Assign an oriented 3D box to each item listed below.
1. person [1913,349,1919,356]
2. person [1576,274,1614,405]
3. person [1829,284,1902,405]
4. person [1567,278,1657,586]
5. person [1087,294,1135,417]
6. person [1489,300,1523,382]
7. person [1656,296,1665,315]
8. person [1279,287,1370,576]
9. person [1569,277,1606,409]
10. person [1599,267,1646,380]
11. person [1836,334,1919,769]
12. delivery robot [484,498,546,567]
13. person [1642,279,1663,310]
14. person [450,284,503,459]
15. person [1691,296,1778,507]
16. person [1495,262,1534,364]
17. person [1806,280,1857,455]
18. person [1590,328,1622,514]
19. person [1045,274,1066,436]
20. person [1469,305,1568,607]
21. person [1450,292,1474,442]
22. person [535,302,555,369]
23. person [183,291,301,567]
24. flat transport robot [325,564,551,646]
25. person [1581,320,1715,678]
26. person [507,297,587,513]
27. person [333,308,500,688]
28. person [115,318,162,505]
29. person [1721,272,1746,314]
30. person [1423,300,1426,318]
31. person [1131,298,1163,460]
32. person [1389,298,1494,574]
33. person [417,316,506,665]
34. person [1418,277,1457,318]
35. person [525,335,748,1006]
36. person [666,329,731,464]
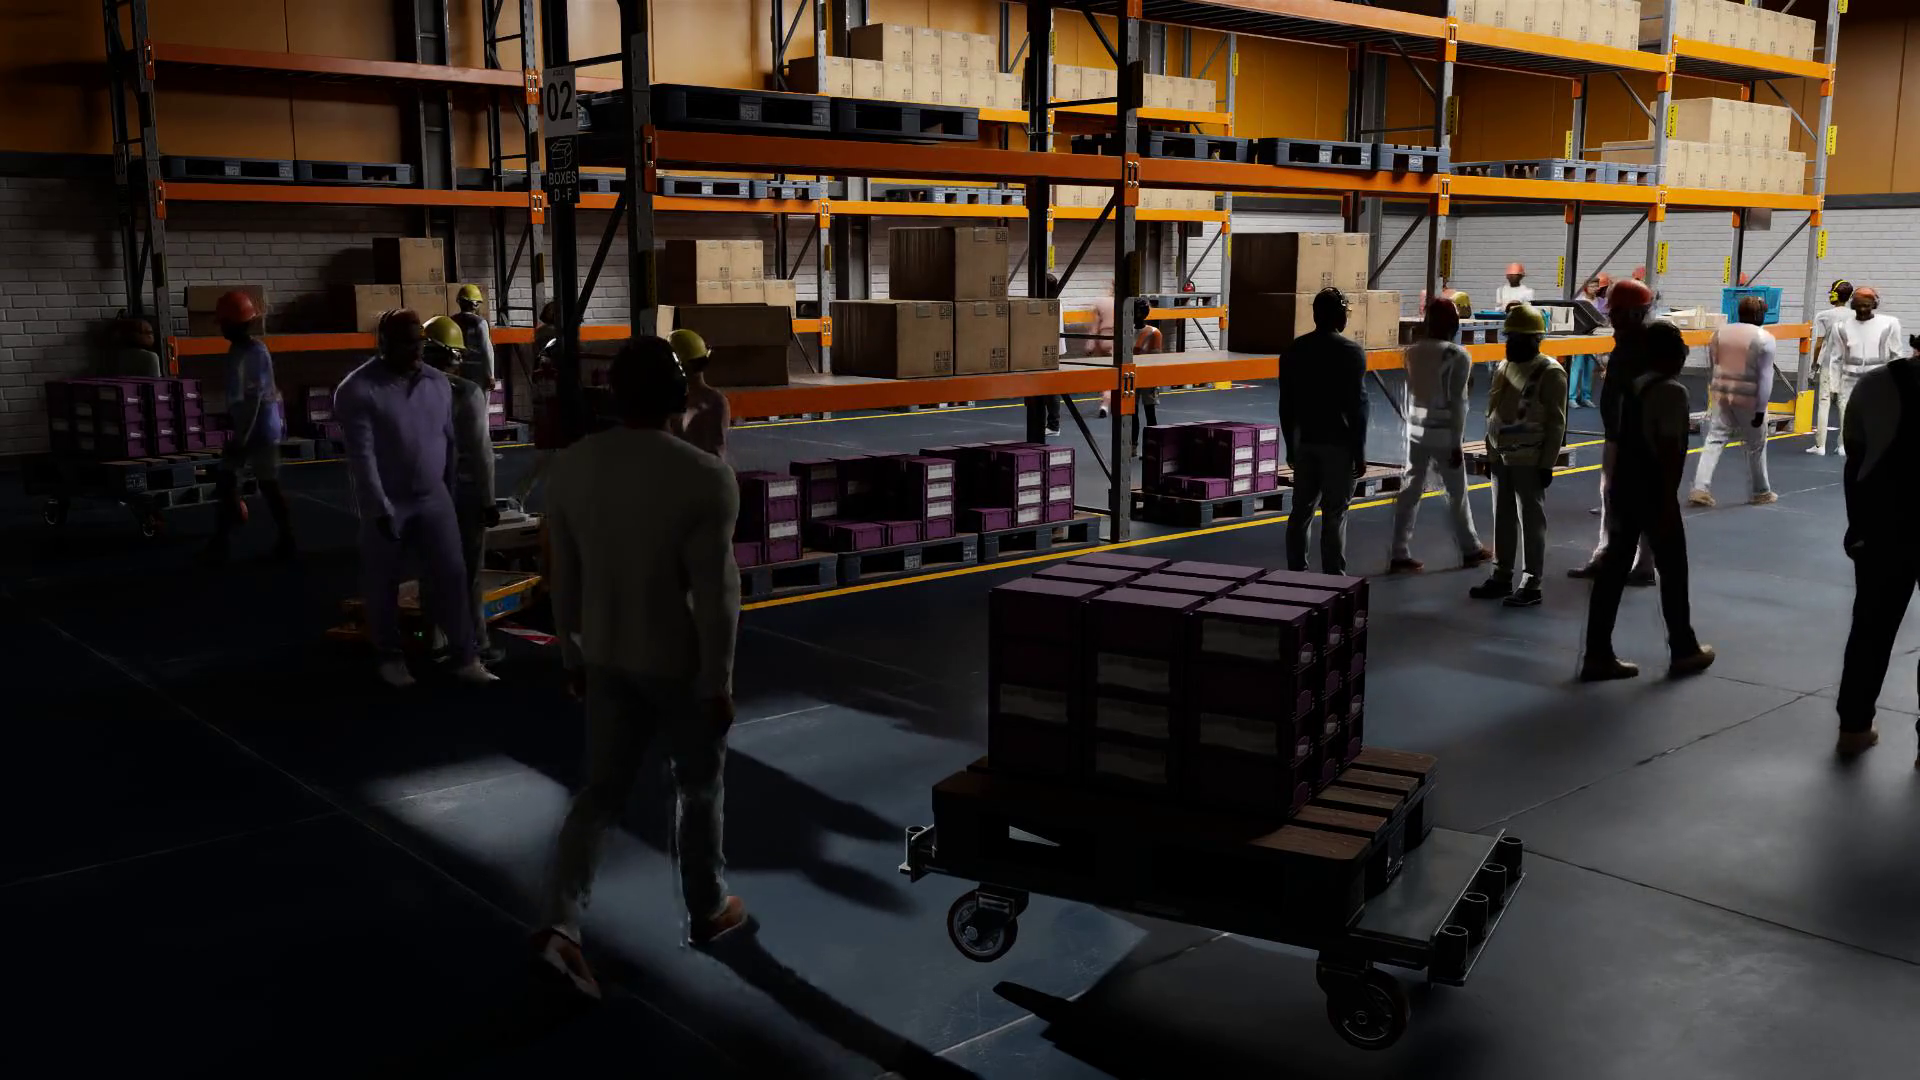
[{"bbox_3d":[8.739,-1.280,14.840,0.533,1.768,0.310,-1,10,-6],"label":"person"},{"bbox_3d":[9.196,-2.832,23.618,1.014,1.881,0.593,0,10,1],"label":"person"},{"bbox_3d":[8.412,-1.437,15.470,0.624,1.860,0.428,7,12,37],"label":"person"},{"bbox_3d":[4.294,-0.689,10.739,0.416,1.991,0.625,1,10,3],"label":"person"},{"bbox_3d":[2.038,-2.556,22.101,0.701,1.850,0.966,7,12,34],"label":"person"},{"bbox_3d":[6.300,-1.915,18.954,0.523,1.633,0.325,3,10,15],"label":"person"},{"bbox_3d":[10.049,-2.847,24.351,0.841,1.633,0.561,-6,11,-31],"label":"person"},{"bbox_3d":[2.215,-0.559,10.112,0.373,1.940,0.628,-8,13,-40],"label":"person"},{"bbox_3d":[8.751,-2.761,23.276,0.570,1.843,0.372,-3,10,-18],"label":"person"},{"bbox_3d":[11.223,-3.525,27.483,1.088,1.933,0.632,3,10,17],"label":"person"},{"bbox_3d":[4.055,-0.066,6.926,0.535,2.000,0.692,-8,13,-40],"label":"person"},{"bbox_3d":[-2.967,-0.028,10.772,0.477,0.478,0.707,9,13,42],"label":"delivery robot"},{"bbox_3d":[10.676,-3.179,25.948,0.531,1.772,0.301,-1,10,-6],"label":"person"},{"bbox_3d":[-5.070,-1.741,17.346,0.588,1.831,0.404,5,11,27],"label":"person"},{"bbox_3d":[6.608,-1.169,14.119,0.952,1.802,0.632,-6,12,-33],"label":"person"},{"bbox_3d":[8.491,-3.262,25.659,0.635,2.029,0.524,9,13,42],"label":"person"},{"bbox_3d":[9.349,-1.834,17.777,0.532,1.871,0.321,1,10,5],"label":"person"},{"bbox_3d":[5.381,-0.984,13.470,0.315,1.640,0.515,-1,10,-5],"label":"person"},{"bbox_3d":[1.069,-2.193,19.737,0.378,1.917,0.598,1,10,7],"label":"person"},{"bbox_3d":[3.403,-0.512,10.153,0.404,1.828,0.603,-4,10,-20],"label":"person"},{"bbox_3d":[5.330,-1.782,17.835,0.290,1.746,0.487,-5,11,-28],"label":"person"},{"bbox_3d":[-4.464,-1.791,18.242,0.497,1.628,0.287,8,12,39],"label":"person"},{"bbox_3d":[-4.871,-0.717,11.203,0.853,1.885,0.592,-9,13,-43],"label":"person"},{"bbox_3d":[-2.935,0.360,9.605,0.652,0.197,1.431,3,10,16],"label":"flat transport robot"},{"bbox_3d":[3.523,-0.199,8.412,0.849,1.794,0.542,-3,10,-17],"label":"person"},{"bbox_3d":[-3.167,-0.999,13.011,0.876,1.833,0.530,-9,13,-44],"label":"person"},{"bbox_3d":[-2.639,-0.172,8.047,0.838,1.870,0.654,9,13,42],"label":"person"},{"bbox_3d":[-7.106,-1.117,14.363,0.500,1.602,0.802,6,11,32],"label":"person"},{"bbox_3d":[10.784,-2.773,23.122,0.552,1.923,0.569,-4,10,-21],"label":"person"},{"bbox_3d":[6.361,-2.520,22.481,0.266,1.631,0.507,0,10,-2],"label":"person"},{"bbox_3d":[1.883,-1.685,17.435,0.530,1.689,0.322,8,13,41],"label":"person"},{"bbox_3d":[3.250,-0.697,11.200,0.887,1.836,0.589,-6,12,-33],"label":"person"},{"bbox_3d":[-2.650,-0.239,8.601,0.593,1.819,0.404,4,10,22],"label":"person"},{"bbox_3d":[7.186,-3.130,24.994,0.611,1.996,0.379,0,10,2],"label":"person"},{"bbox_3d":[-0.940,0.365,4.815,0.642,1.911,0.917,3,10,19],"label":"person"},{"bbox_3d":[-1.396,-0.235,8.788,0.520,1.747,0.410,9,13,41],"label":"person"}]
